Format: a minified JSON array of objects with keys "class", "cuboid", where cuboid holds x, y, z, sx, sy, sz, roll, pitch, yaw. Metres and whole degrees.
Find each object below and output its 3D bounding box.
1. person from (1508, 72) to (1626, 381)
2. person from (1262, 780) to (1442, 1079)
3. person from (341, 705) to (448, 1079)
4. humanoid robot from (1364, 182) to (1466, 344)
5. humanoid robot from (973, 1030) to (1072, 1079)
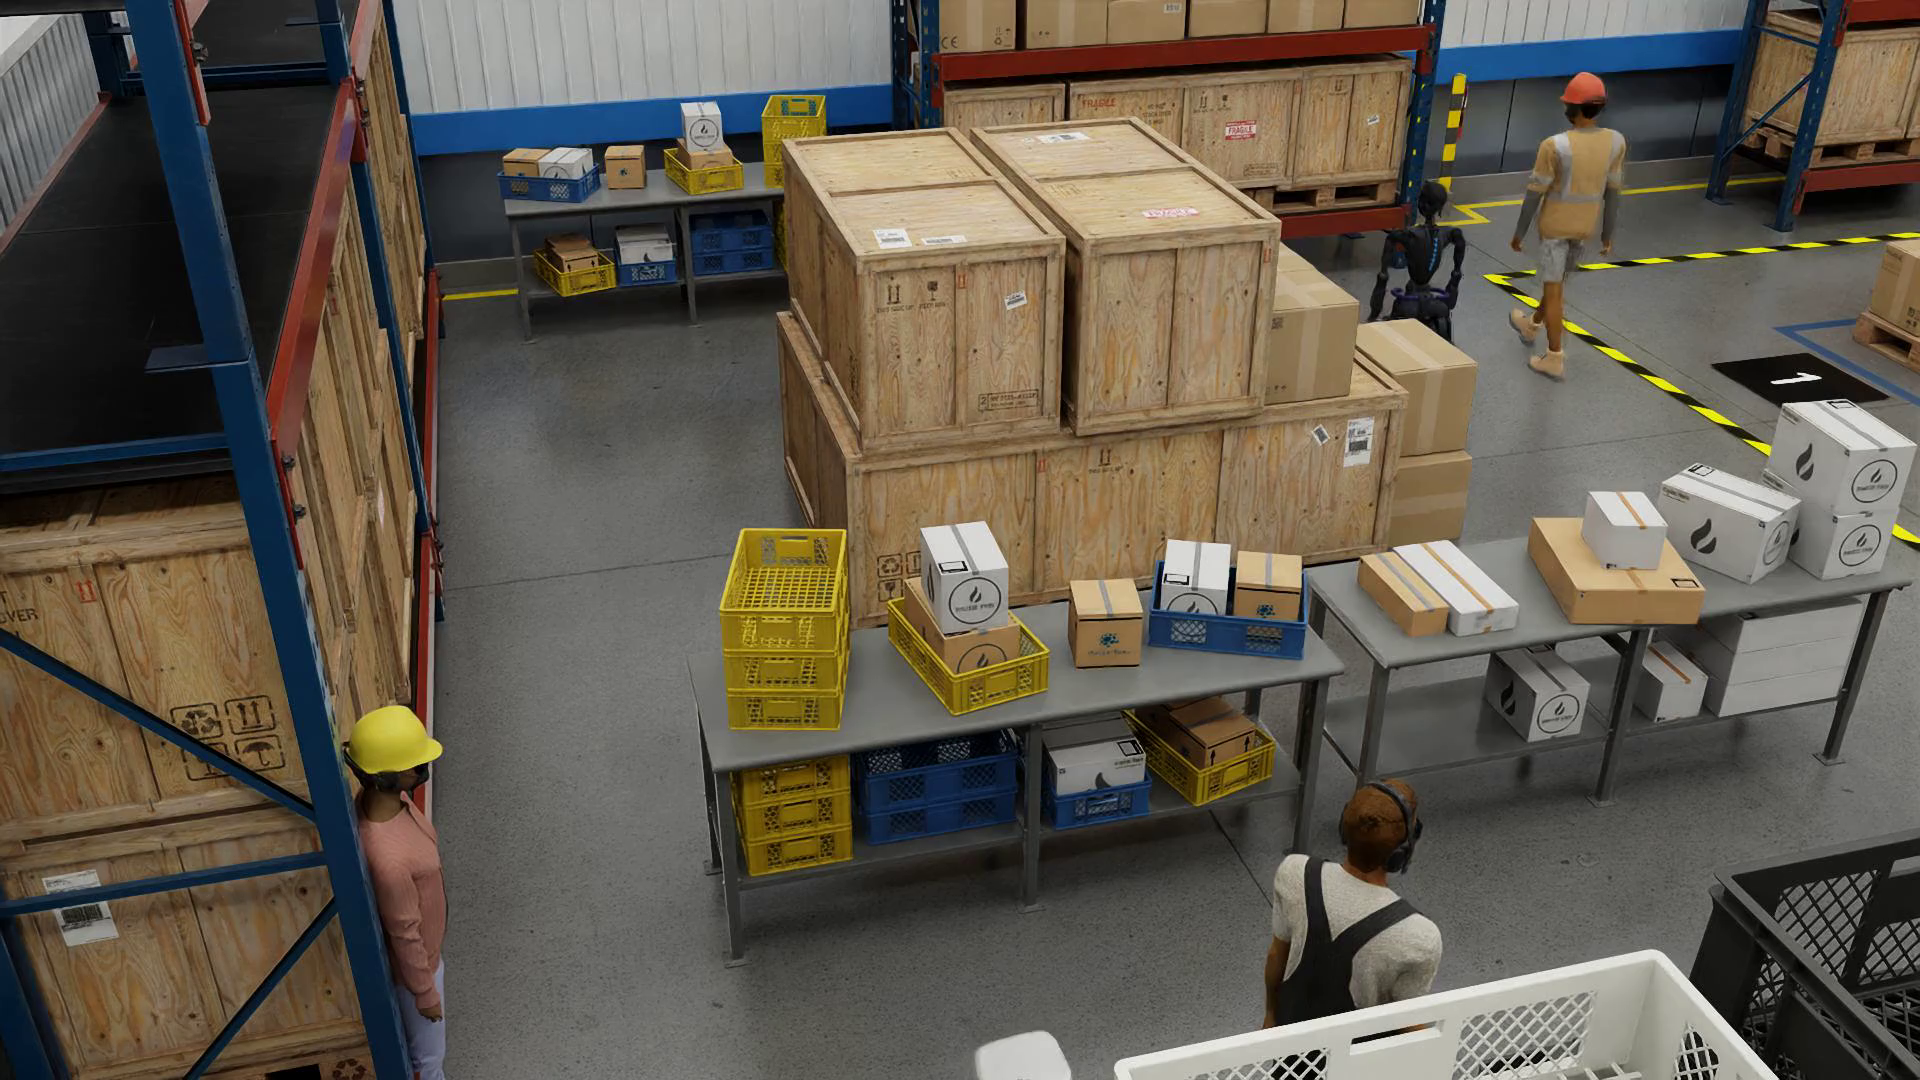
[{"class":"person","cuboid":[4.018,-2.149,11.230,0.636,2.001,0.930,-8,30,-13]},{"class":"person","cuboid":[1.097,1.470,4.831,0.506,1.836,0.332,22,36,34]},{"class":"person","cuboid":[-1.702,1.279,5.253,0.337,1.761,0.522,-10,30,-17]},{"class":"humanoid robot","cuboid":[2.757,-1.404,10.243,0.593,1.627,0.777,-5,29,-10]},{"class":"humanoid robot","cuboid":[-0.134,1.999,4.002,0.912,1.801,0.552,-9,30,-16]}]
